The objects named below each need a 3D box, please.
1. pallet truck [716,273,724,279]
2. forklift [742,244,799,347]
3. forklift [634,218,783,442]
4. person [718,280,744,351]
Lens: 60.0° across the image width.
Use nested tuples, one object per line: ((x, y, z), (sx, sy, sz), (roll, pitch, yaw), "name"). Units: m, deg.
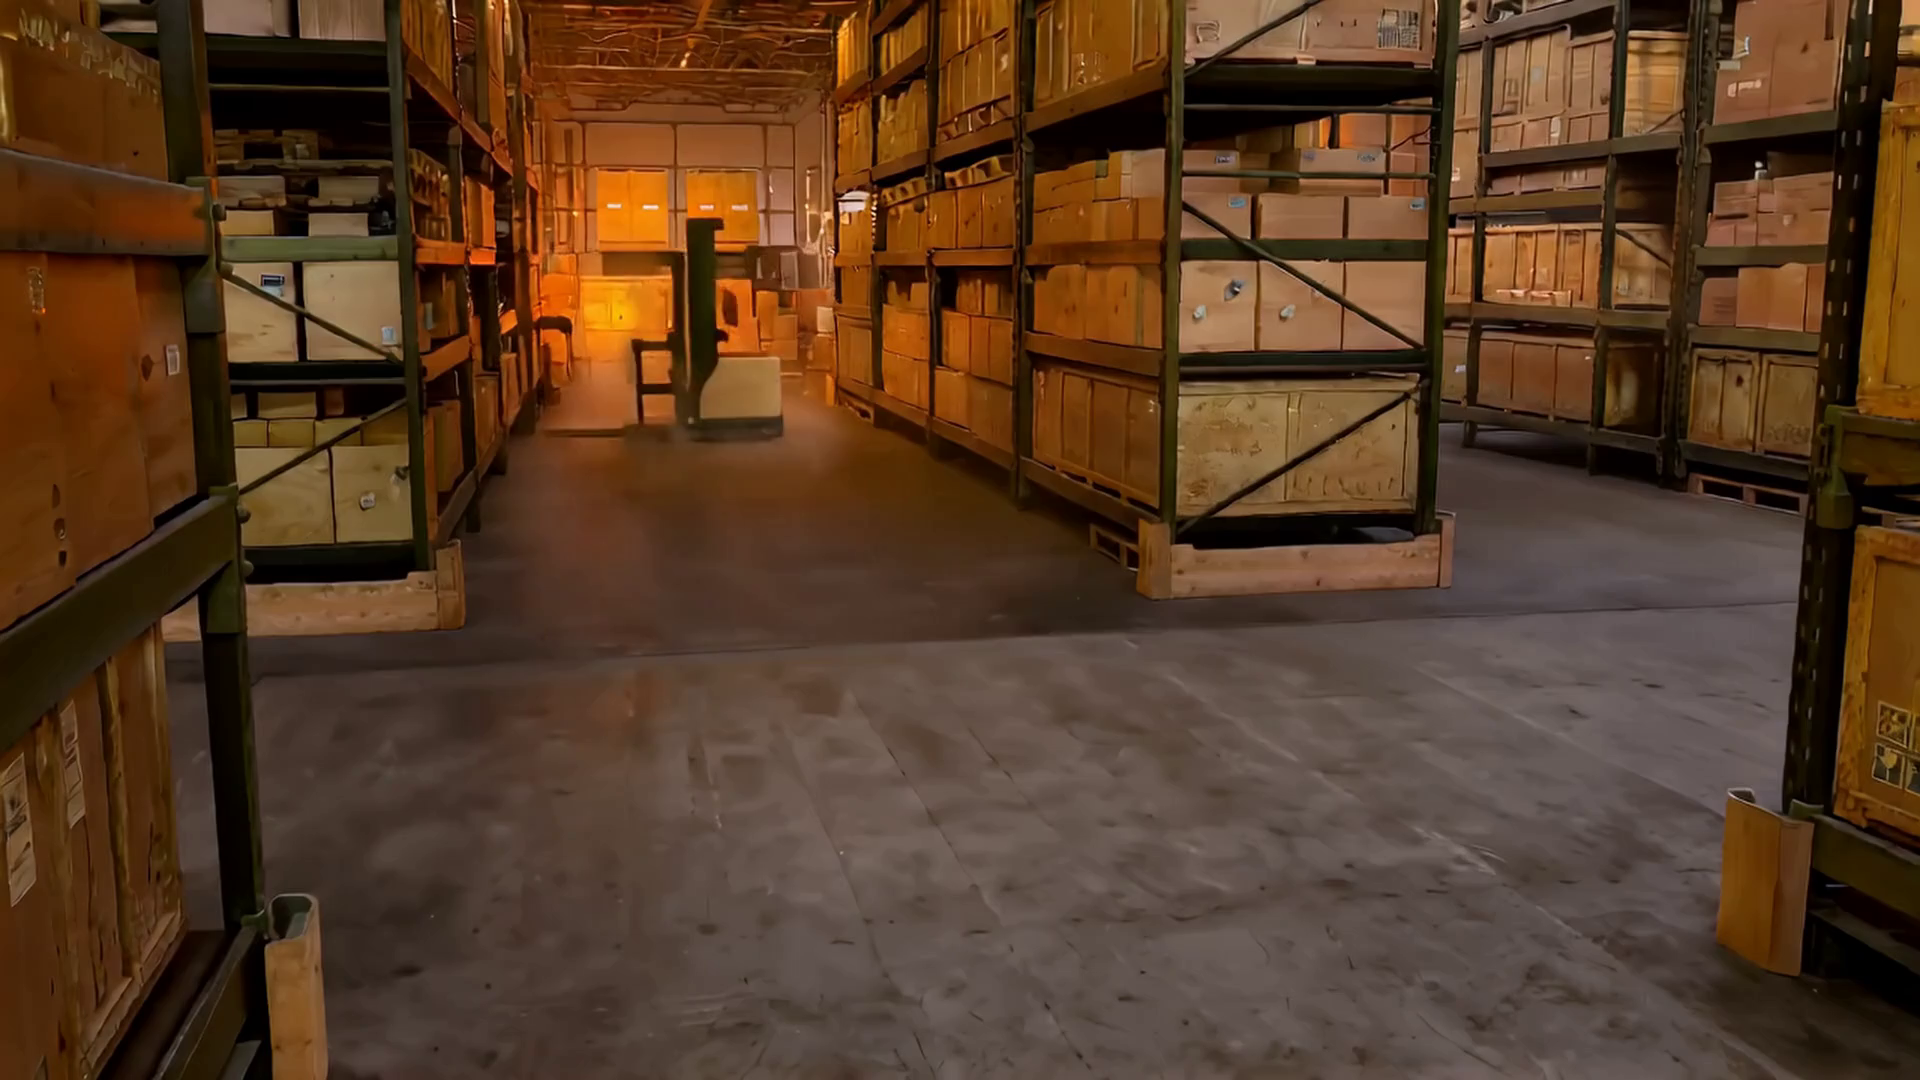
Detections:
((-8.580, -8.986, 62.280), (1.885, 1.965, 0.823), (1, 9, 5), "pallet truck")
((-5.434, -6.559, 44.801), (1.873, 2.768, 1.129), (-9, 13, -44), "forklift")
((-3.266, -2.699, 21.277), (1.873, 2.768, 1.129), (-2, 10, -12), "forklift")
((-5.187, -4.834, 37.140), (1.026, 1.938, 0.643), (-4, 10, -24), "person")
